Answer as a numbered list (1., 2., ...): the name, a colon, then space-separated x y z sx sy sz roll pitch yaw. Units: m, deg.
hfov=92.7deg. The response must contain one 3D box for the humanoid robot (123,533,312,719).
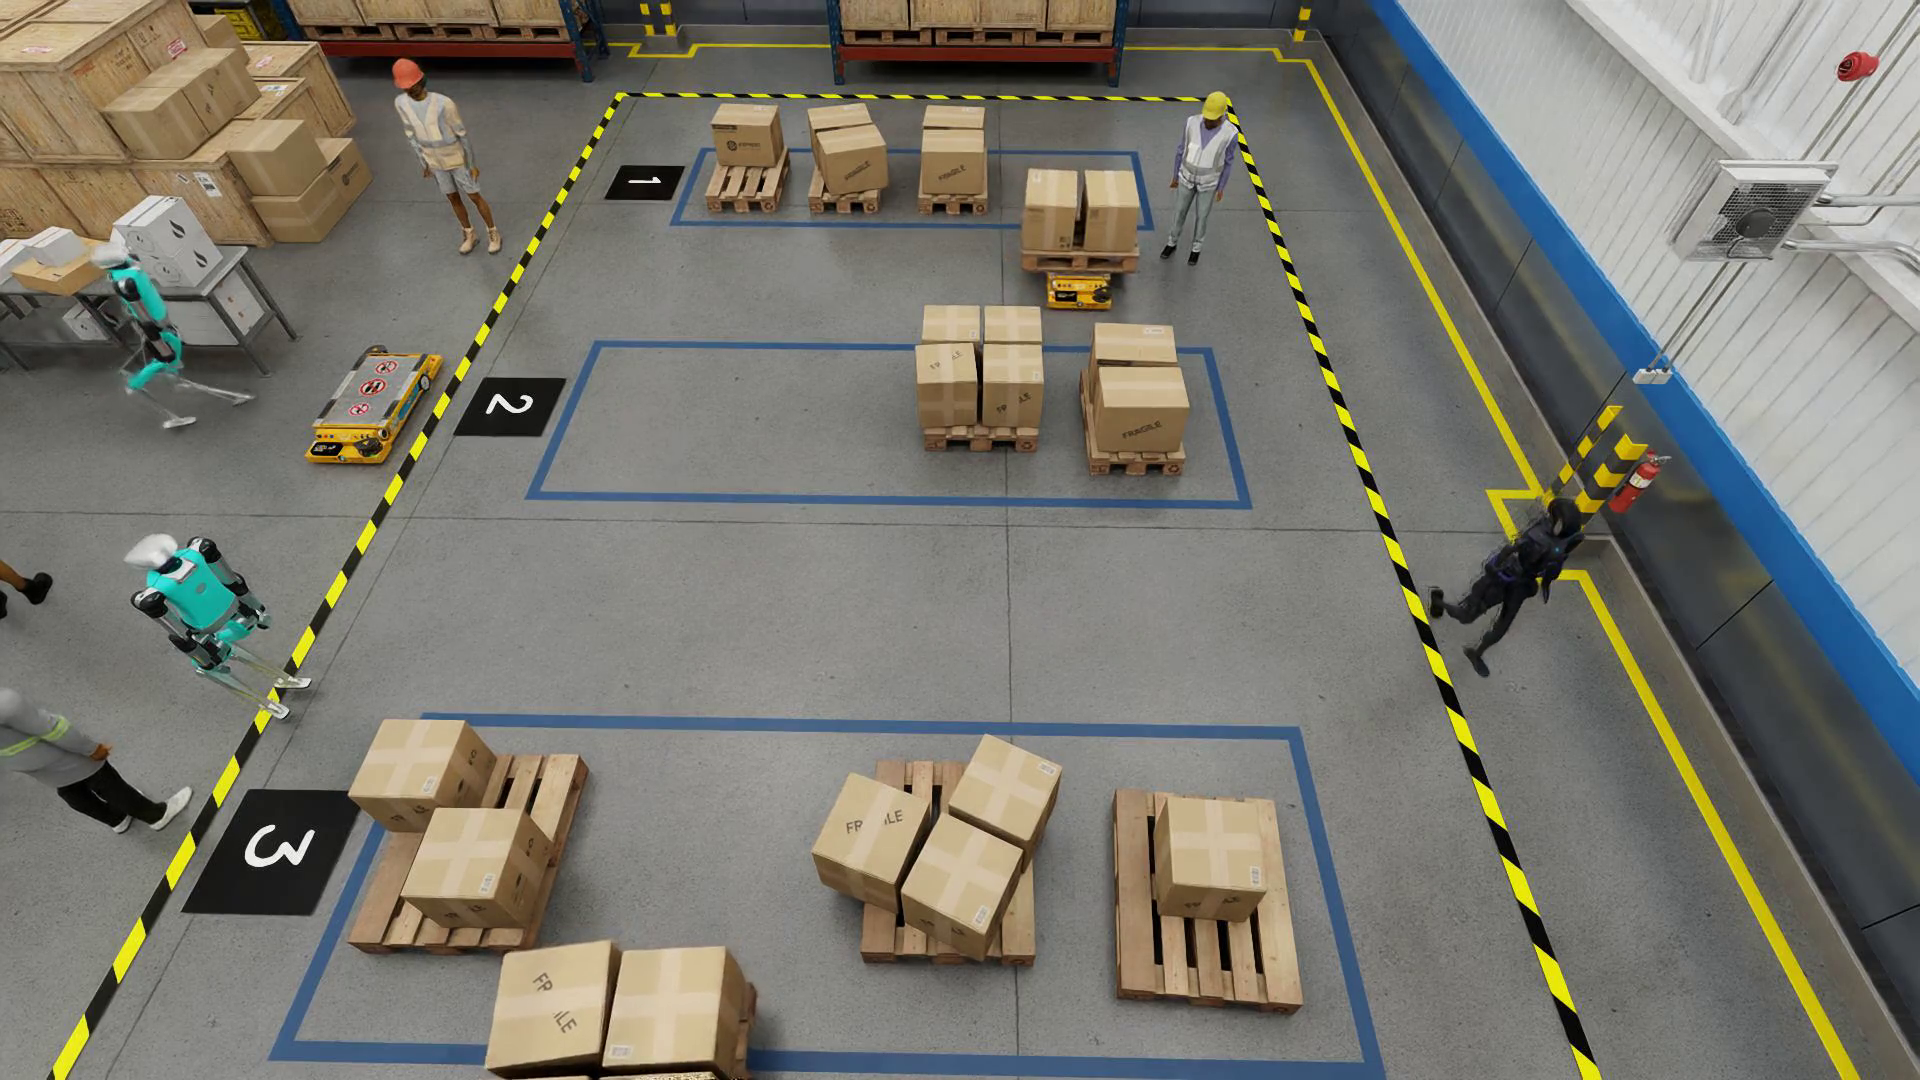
1. humanoid robot: -4.843 0.540 5.858 0.735 1.681 0.533 10 50 8

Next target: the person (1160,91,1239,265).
1. person: 2.480 -3.736 9.510 0.588 1.823 0.403 22 53 17

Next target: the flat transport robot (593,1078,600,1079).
1. flat transport robot: -1.703 2.963 4.842 0.652 0.197 1.431 -2 50 -2

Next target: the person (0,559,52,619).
1. person: -7.338 -0.149 6.400 0.545 1.938 0.373 -24 54 -19

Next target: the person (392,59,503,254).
1. person: -5.350 -3.940 9.541 0.612 2.041 0.376 0 50 0

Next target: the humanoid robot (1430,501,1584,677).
1. humanoid robot: 3.740 0.234 6.261 0.612 1.635 0.613 -8 50 -7

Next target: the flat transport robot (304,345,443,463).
1. flat transport robot: -5.383 -1.269 8.441 0.659 0.231 1.431 1 50 1

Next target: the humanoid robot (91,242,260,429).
1. humanoid robot: -6.972 -1.647 7.820 0.983 1.750 0.531 -21 53 -17

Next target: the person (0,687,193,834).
1. person: -5.320 1.179 5.332 0.590 1.851 0.400 0 50 0

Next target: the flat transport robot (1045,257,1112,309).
1. flat transport robot: 1.257 -3.001 9.888 0.652 0.197 1.431 1 50 1
